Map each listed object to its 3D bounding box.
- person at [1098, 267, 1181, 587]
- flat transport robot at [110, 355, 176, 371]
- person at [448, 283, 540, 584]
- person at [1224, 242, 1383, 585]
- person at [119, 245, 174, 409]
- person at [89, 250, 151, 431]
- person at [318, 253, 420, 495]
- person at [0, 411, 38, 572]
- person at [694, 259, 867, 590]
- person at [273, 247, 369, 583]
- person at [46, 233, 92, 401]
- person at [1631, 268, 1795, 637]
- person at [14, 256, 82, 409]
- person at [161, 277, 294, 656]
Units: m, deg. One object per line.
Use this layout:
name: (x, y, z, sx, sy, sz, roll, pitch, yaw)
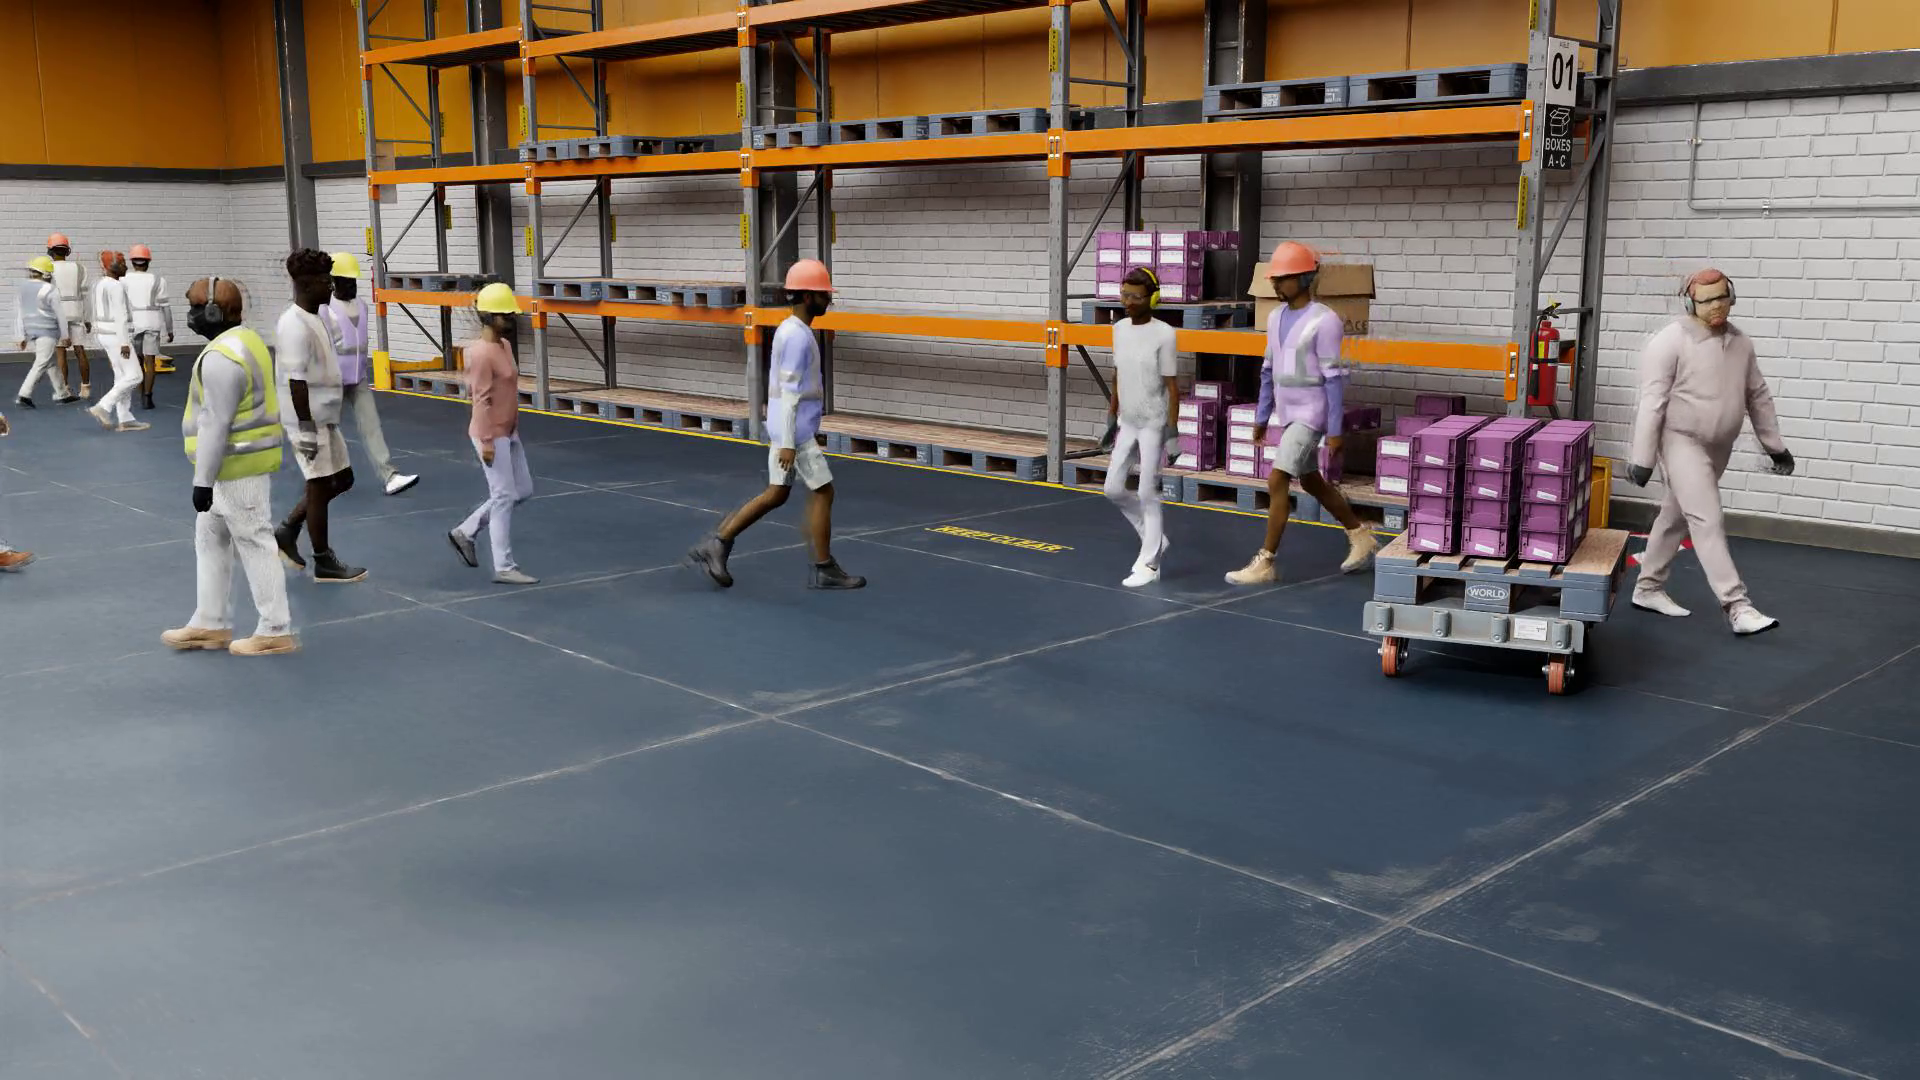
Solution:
person: (1.062, -0.633, 9.567, 0.478, 1.835, 0.533, -8, 13, -36)
flat transport robot: (-12.156, -2.629, 24.712, 0.652, 0.197, 1.431, -7, 13, -35)
person: (-2.721, -0.606, 9.628, 0.485, 1.750, 0.546, 0, 10, 0)
person: (2.061, -0.737, 9.728, 1.005, 1.996, 0.631, -4, 11, -20)
person: (-9.593, -2.510, 19.612, 0.579, 1.893, 0.916, -3, 11, -17)
person: (-8.704, -2.039, 17.124, 0.473, 1.870, 0.613, -9, 14, -40)
person: (-4.673, -1.251, 12.786, 1.005, 1.876, 0.607, 5, 11, 25)
person: (-6.139, -0.739, 10.027, 1.041, 1.890, 0.637, 0, 10, 3)
person: (-1.039, -0.634, 9.421, 0.915, 1.904, 0.555, -2, 11, -10)
person: (-3.775, -0.706, 9.630, 0.501, 1.953, 0.637, -2, 11, -10)
person: (-10.990, -2.727, 20.407, 0.373, 2.042, 0.614, 8, 13, 39)
person: (3.861, -0.447, 8.488, 0.741, 1.845, 0.986, -6, 12, -30)
person: (-10.791, -2.425, 19.512, 0.584, 1.788, 0.930, 5, 11, 25)
person: (-3.595, -0.328, 7.923, 0.756, 1.819, 0.654, -3, 11, -14)
